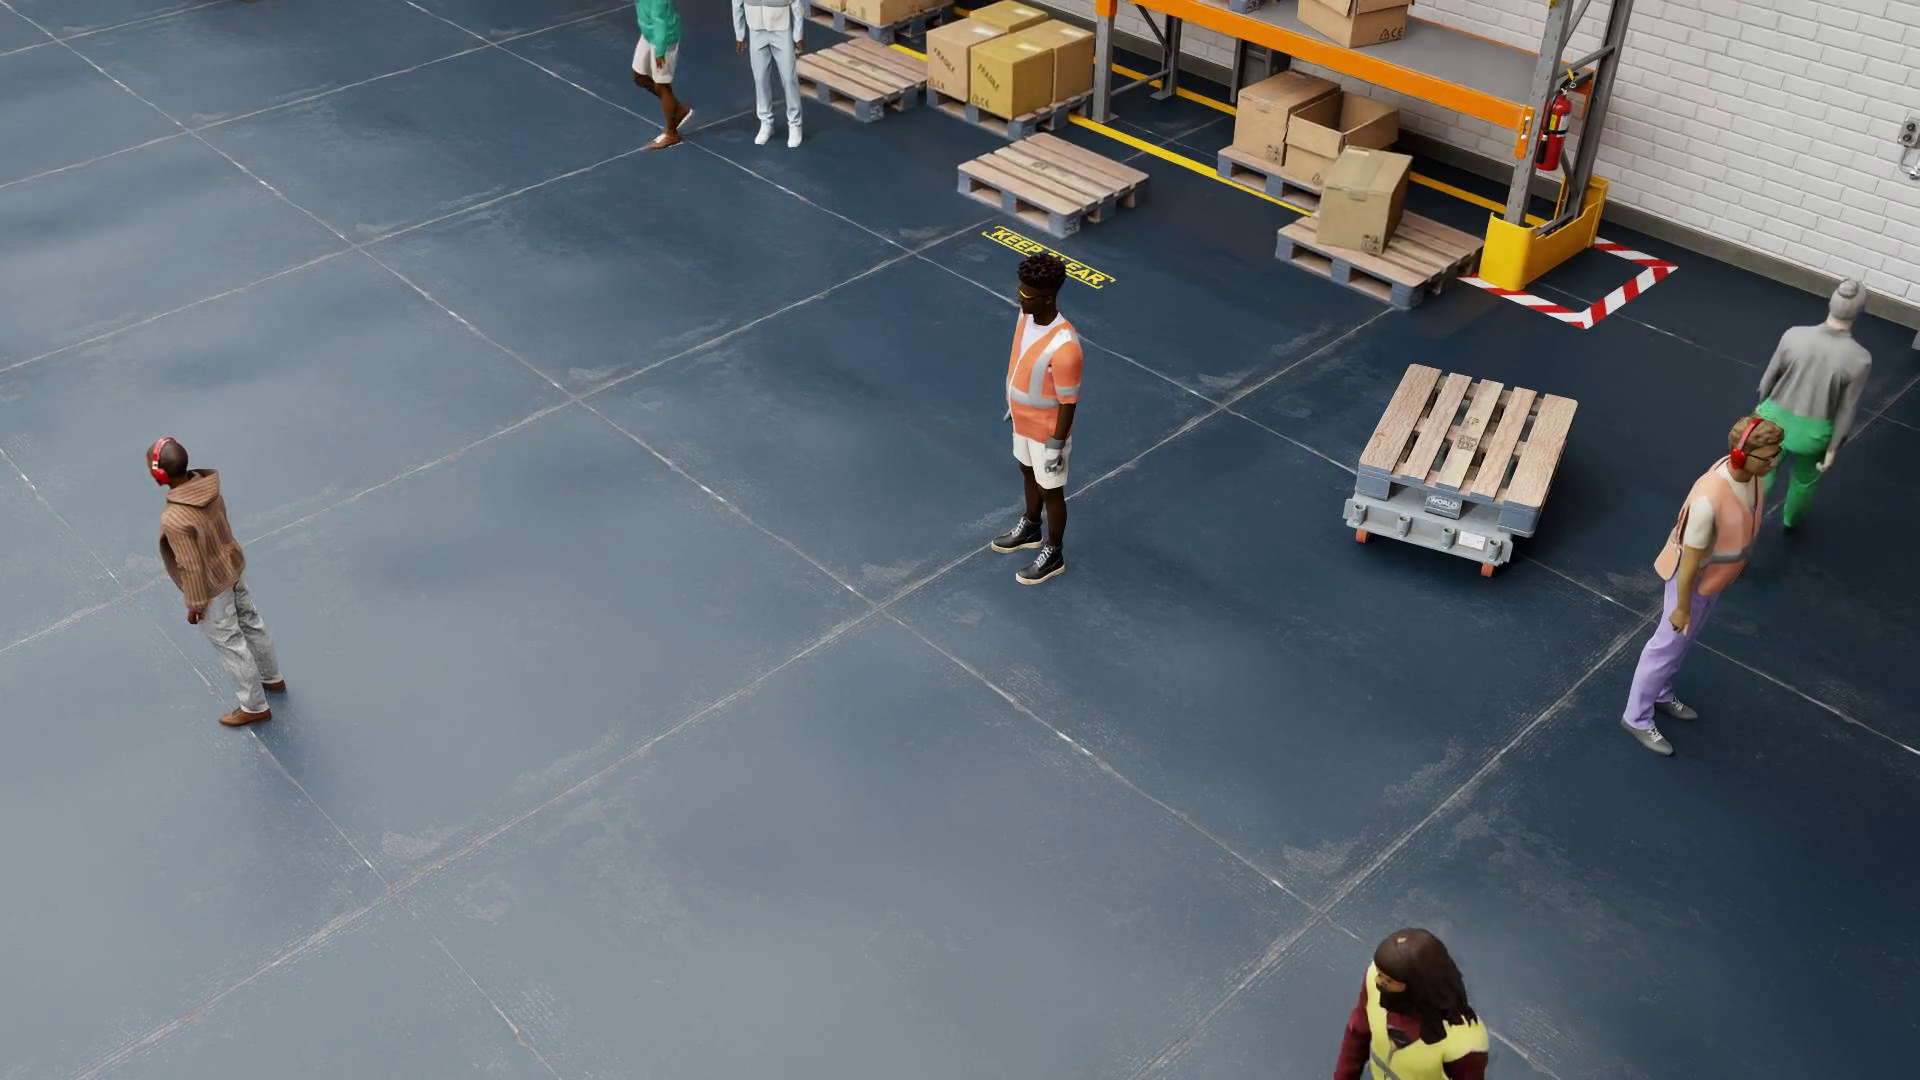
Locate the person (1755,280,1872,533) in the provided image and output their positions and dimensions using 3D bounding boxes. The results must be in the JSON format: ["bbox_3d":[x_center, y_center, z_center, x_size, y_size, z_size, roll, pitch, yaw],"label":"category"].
[{"bbox_3d":[4.647,-0.683,9.170,0.514,1.799,0.917,22,42,27],"label":"person"}]

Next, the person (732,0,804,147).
[{"bbox_3d":[-1.576,-4.213,13.757,0.596,1.908,0.400,5,37,6],"label":"person"}]

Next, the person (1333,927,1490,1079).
[{"bbox_3d":[1.550,1.931,5.754,0.618,1.738,0.487,-18,41,-22],"label":"person"}]

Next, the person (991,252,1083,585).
[{"bbox_3d":[0.424,-0.655,8.994,0.368,1.965,0.605,-14,39,-18],"label":"person"}]

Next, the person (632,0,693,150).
[{"bbox_3d":[-2.490,-4.109,13.674,0.444,1.833,0.513,-19,41,-23],"label":"person"}]

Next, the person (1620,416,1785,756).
[{"bbox_3d":[3.539,0.192,7.973,0.389,1.843,0.562,29,46,32],"label":"person"}]

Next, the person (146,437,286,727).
[{"bbox_3d":[-3.625,0.205,8.111,0.316,1.651,0.471,1,37,2],"label":"person"}]
